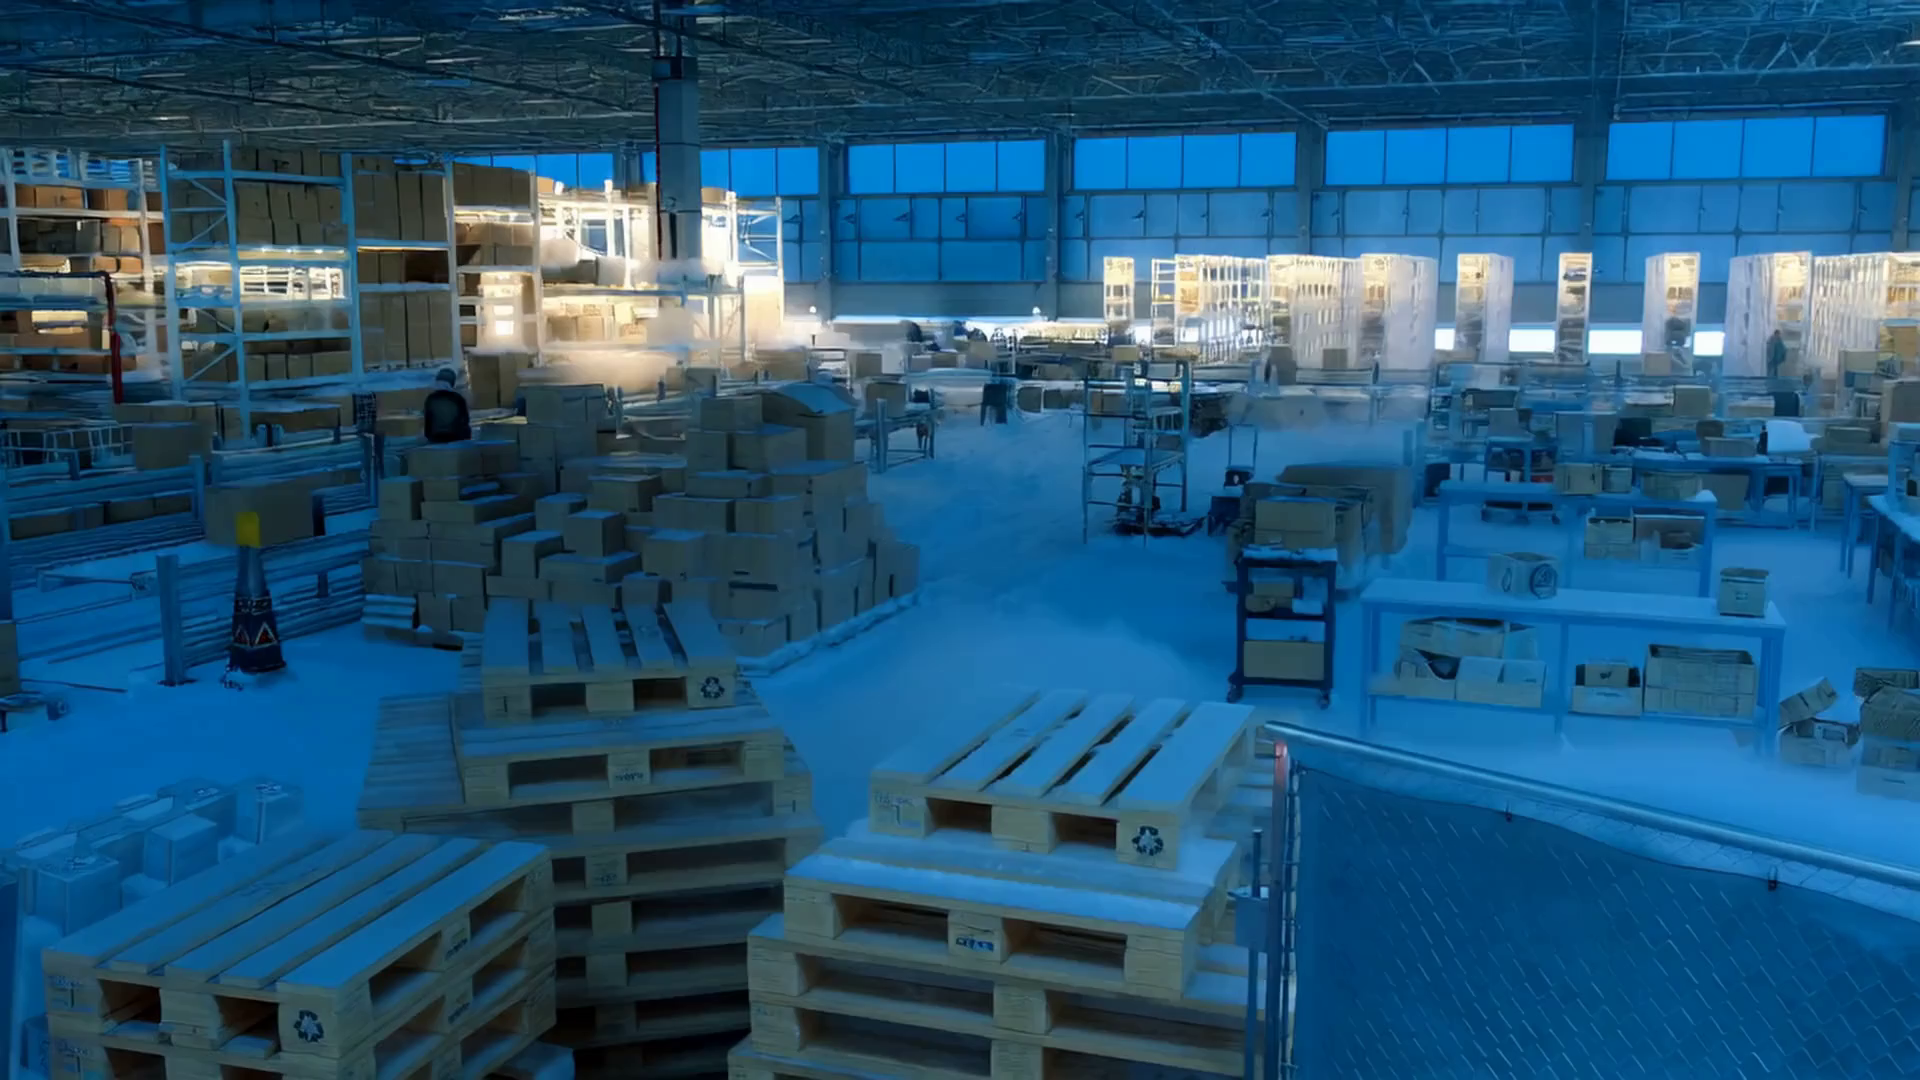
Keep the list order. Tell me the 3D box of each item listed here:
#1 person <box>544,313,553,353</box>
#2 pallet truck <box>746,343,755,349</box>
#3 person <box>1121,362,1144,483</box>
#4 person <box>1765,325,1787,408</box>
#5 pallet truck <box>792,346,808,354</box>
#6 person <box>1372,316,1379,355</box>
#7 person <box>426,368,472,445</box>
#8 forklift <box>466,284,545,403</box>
[{"bbox_3d":[-14.828,-7.284,59.498,0.499,1.708,0.849,3,10,19],"label":"person"},{"bbox_3d":[-6.183,-4.618,44.264,1.601,1.201,0.680,-9,12,-43],"label":"pallet truck"},{"bbox_3d":[2.526,-1.712,24.330,0.312,1.768,0.522,3,10,20],"label":"person"},{"bbox_3d":[18.737,-3.983,38.162,0.400,1.903,0.644,7,11,36],"label":"person"},{"bbox_3d":[-3.705,-4.298,42.022,0.653,1.274,1.630,3,10,20],"label":"pallet truck"},{"bbox_3d":[13.129,-6.337,52.654,0.382,1.995,0.612,3,10,19],"label":"person"},{"bbox_3d":[-6.784,-1.361,21.999,0.597,1.811,0.759,4,10,22],"label":"person"},{"bbox_3d":[-10.832,-4.702,39.610,1.129,2.768,1.873,3,10,20],"label":"forklift"}]
